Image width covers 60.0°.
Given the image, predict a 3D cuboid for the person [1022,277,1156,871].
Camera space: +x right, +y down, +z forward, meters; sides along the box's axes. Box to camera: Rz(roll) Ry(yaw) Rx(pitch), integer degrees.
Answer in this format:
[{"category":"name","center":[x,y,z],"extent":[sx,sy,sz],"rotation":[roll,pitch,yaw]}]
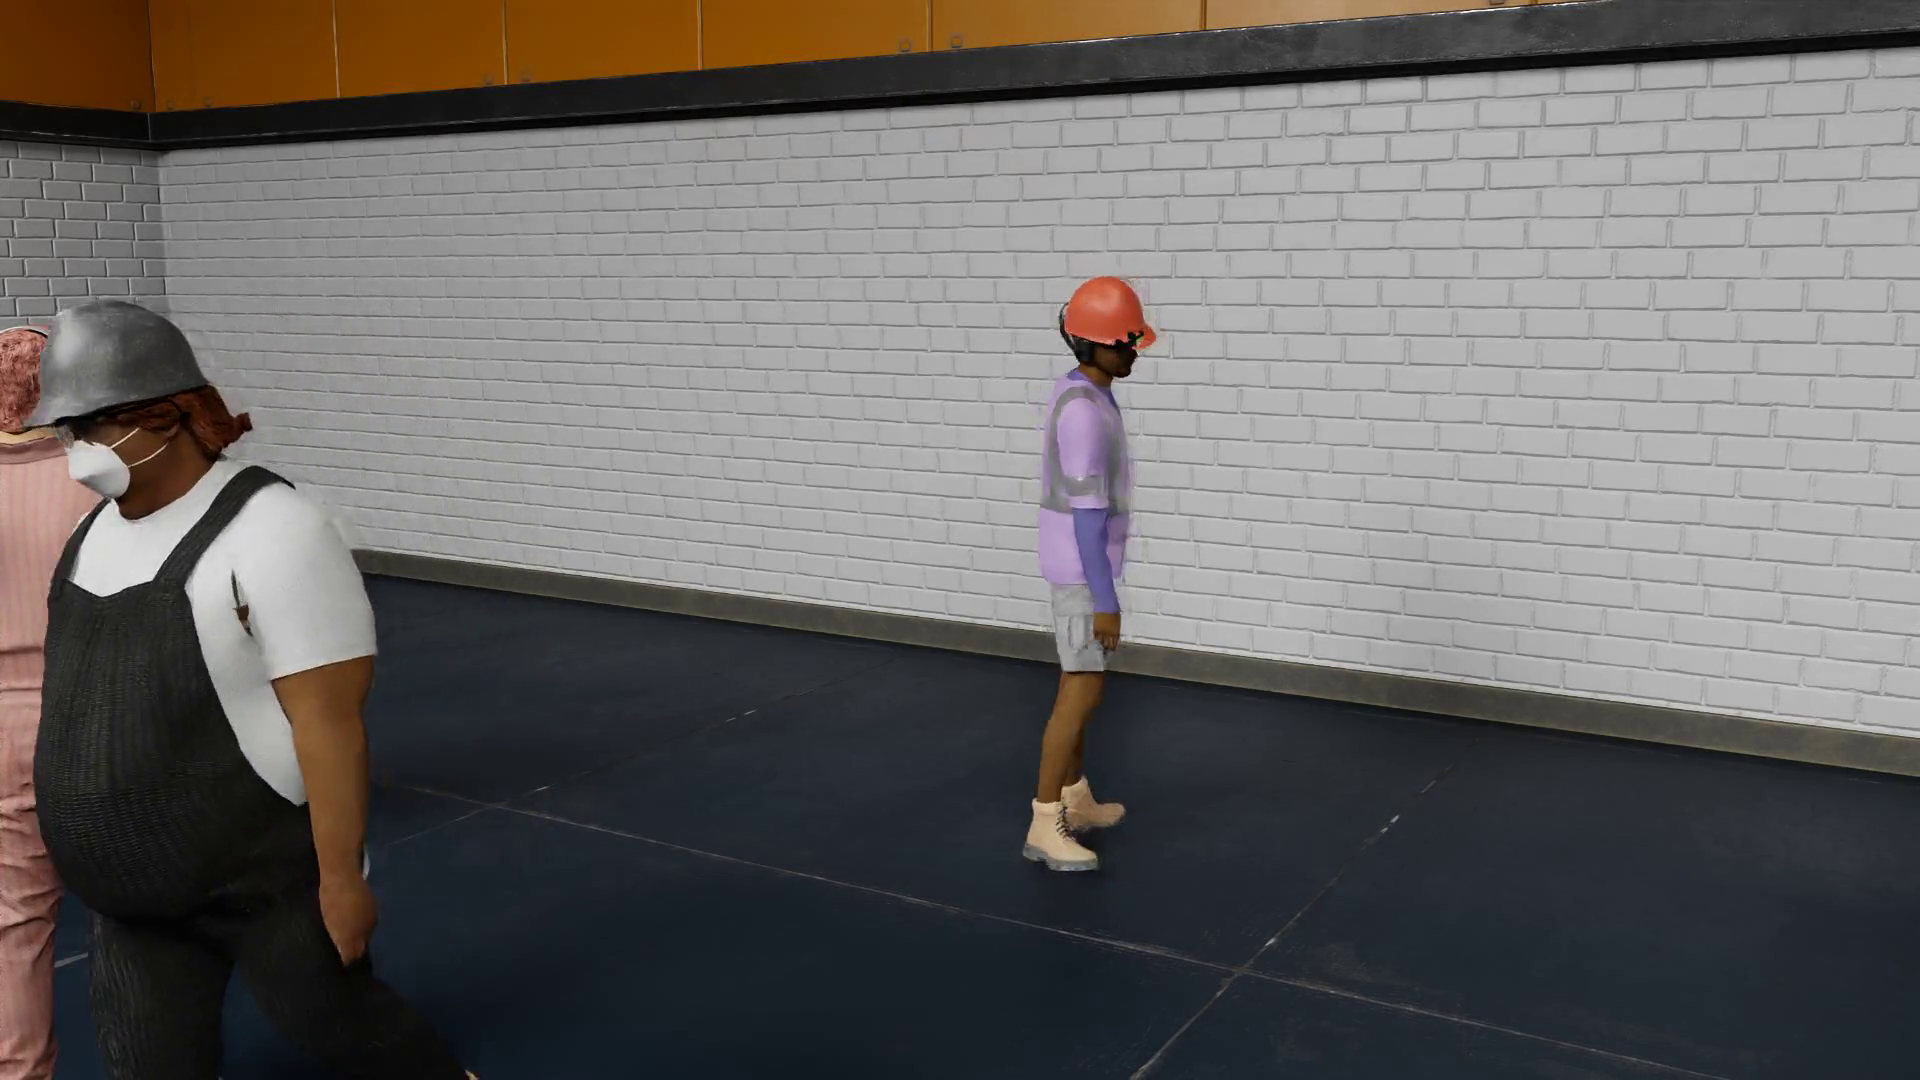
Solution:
[{"category":"person","center":[0.437,0.115,5.754],"extent":[0.441,2.000,0.739],"rotation":[0,9,2]}]

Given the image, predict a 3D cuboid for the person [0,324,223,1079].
[{"category":"person","center":[-2.046,0.469,3.807],"extent":[0.639,1.910,0.407],"rotation":[-2,9,-11]}]
